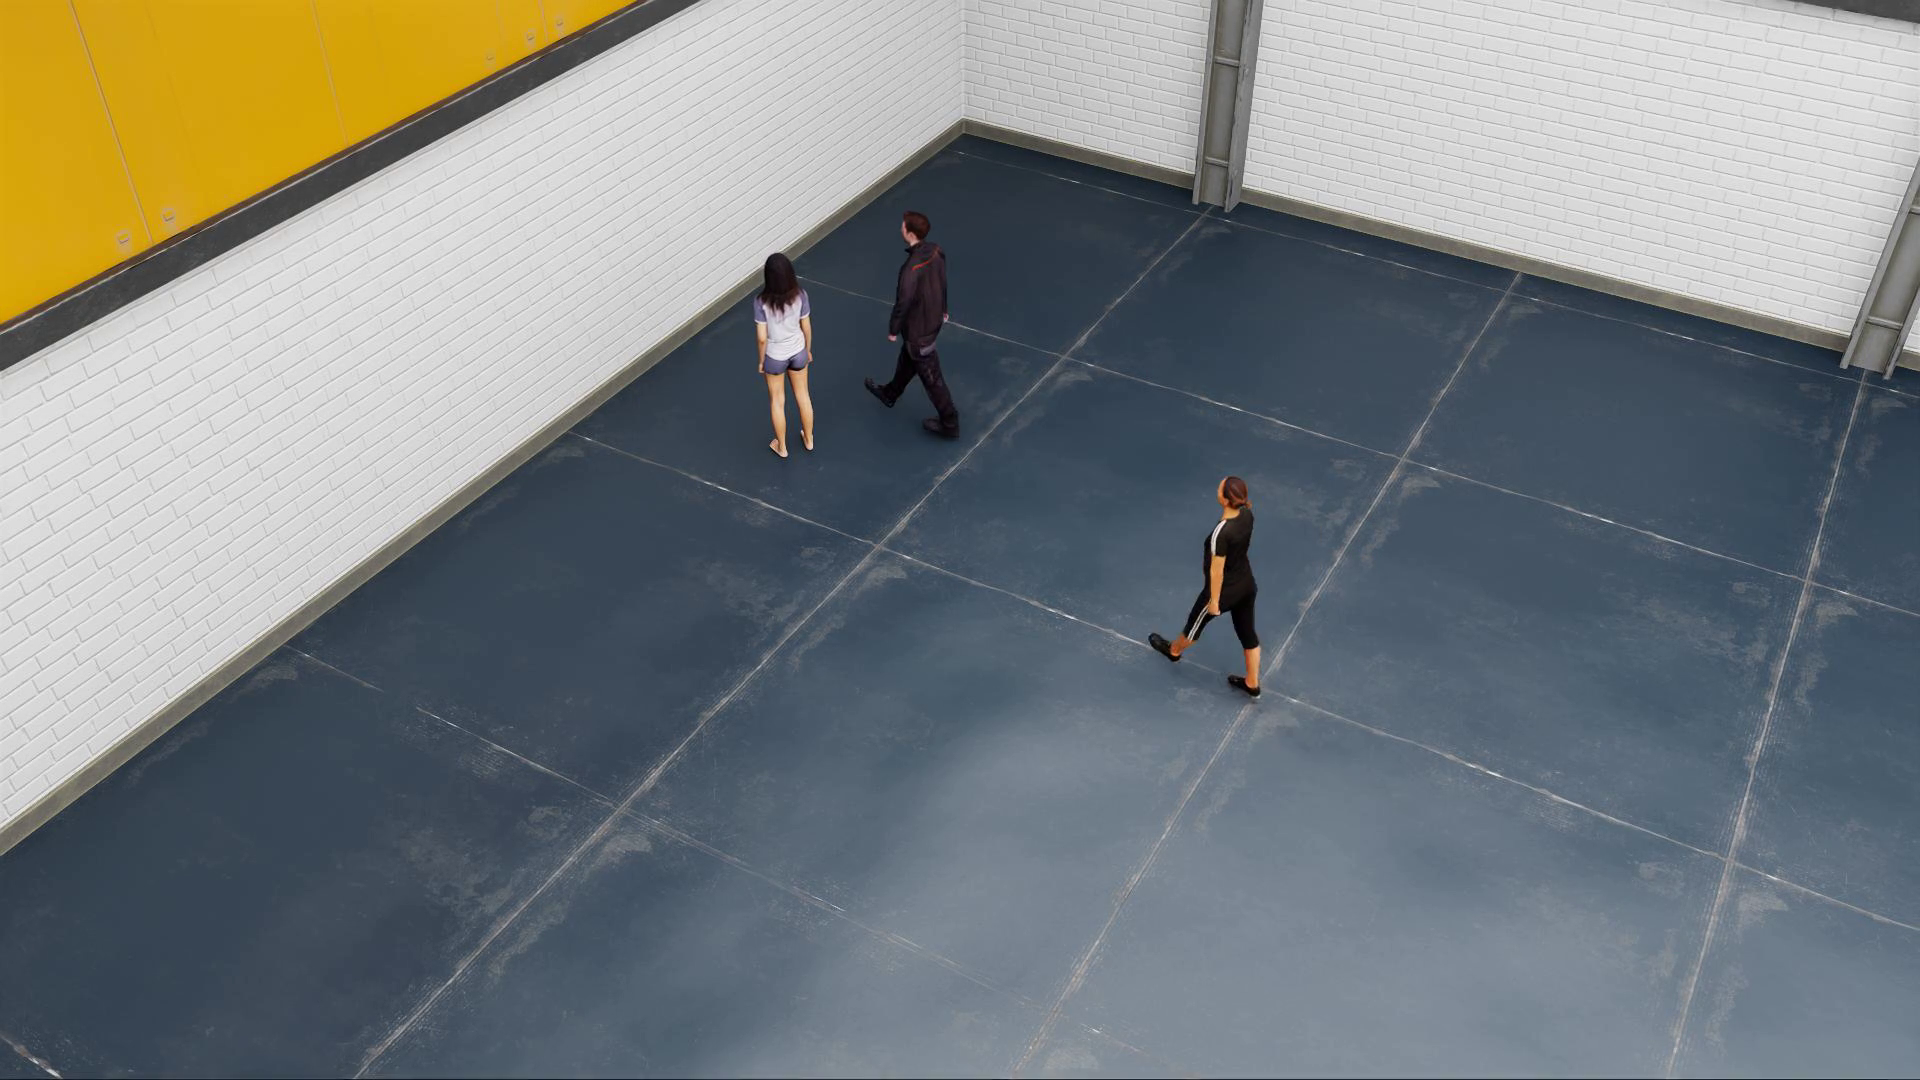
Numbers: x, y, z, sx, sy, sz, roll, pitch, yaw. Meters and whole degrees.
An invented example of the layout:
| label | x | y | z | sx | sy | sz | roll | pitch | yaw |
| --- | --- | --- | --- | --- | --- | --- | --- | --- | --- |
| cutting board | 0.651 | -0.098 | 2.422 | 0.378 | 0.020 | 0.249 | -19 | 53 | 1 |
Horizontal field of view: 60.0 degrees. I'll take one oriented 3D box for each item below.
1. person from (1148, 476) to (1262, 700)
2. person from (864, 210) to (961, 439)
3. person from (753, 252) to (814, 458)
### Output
| label | x | y | z | sx | sy | sz | roll | pitch | yaw |
| --- | --- | --- | --- | --- | --- | --- | --- | --- | --- |
| person | 1.778 | 0.345 | 10.596 | 1.126 | 1.625 | 0.775 | 31 | 48 | 33 |
| person | -0.231 | -1.616 | 12.865 | 1.170 | 1.857 | 0.733 | 18 | 42 | 21 |
| person | -1.343 | -1.414 | 12.711 | 0.657 | 1.733 | 0.681 | -16 | 41 | -19 |
